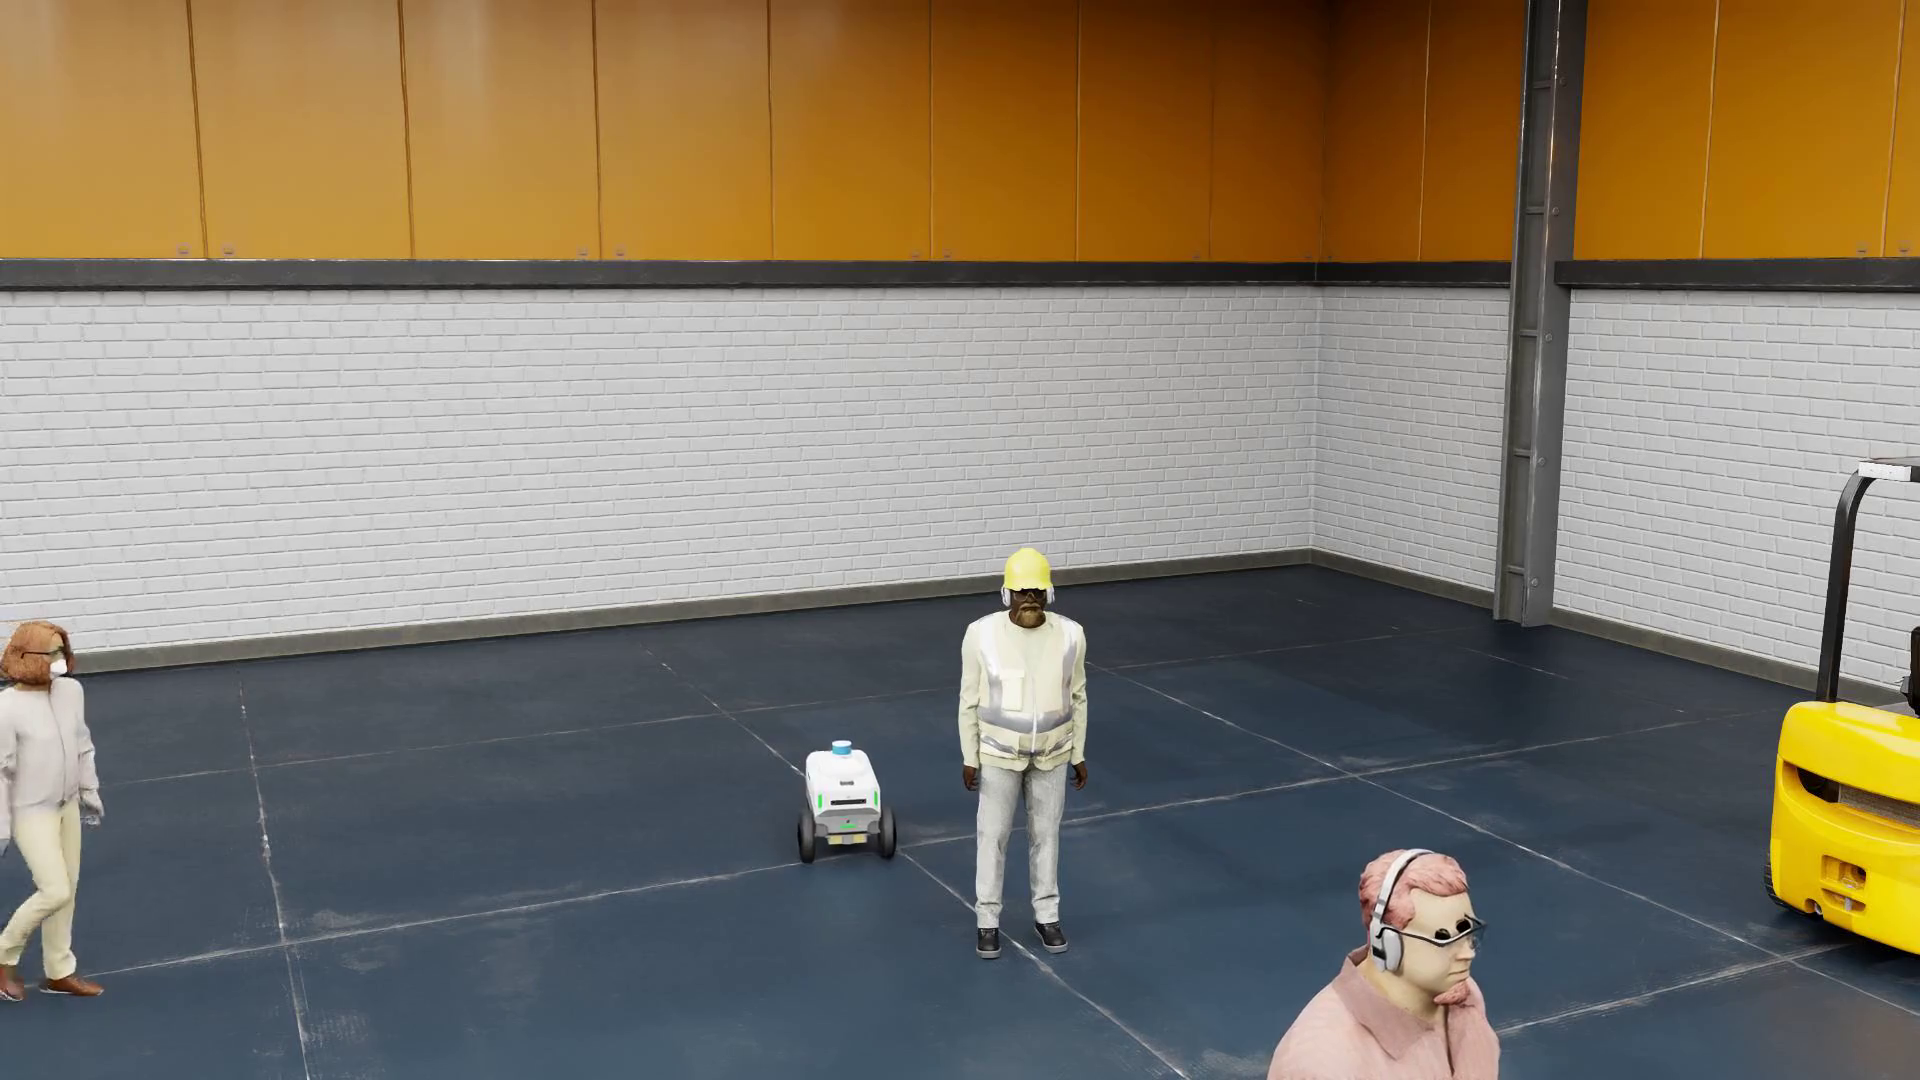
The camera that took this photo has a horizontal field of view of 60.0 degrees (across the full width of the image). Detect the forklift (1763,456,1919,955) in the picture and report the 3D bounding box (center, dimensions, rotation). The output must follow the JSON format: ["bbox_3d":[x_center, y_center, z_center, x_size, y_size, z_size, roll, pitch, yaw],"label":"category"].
[{"bbox_3d":[4.857,0.731,7.561,2.313,2.155,1.214,-4,10,-25],"label":"forklift"}]

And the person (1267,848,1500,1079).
[{"bbox_3d":[0.891,1.547,3.386,0.643,1.910,0.400,-9,13,-44],"label":"person"}]

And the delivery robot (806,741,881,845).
[{"bbox_3d":[-0.622,1.304,8.783,0.477,0.478,0.707,-1,9,-9],"label":"delivery robot"}]

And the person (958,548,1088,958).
[{"bbox_3d":[0.289,0.939,7.384,0.588,1.835,0.403,-2,9,-10],"label":"person"}]

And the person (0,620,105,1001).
[{"bbox_3d":[-3.779,1.126,6.869,0.379,1.624,0.500,1,9,8],"label":"person"}]
